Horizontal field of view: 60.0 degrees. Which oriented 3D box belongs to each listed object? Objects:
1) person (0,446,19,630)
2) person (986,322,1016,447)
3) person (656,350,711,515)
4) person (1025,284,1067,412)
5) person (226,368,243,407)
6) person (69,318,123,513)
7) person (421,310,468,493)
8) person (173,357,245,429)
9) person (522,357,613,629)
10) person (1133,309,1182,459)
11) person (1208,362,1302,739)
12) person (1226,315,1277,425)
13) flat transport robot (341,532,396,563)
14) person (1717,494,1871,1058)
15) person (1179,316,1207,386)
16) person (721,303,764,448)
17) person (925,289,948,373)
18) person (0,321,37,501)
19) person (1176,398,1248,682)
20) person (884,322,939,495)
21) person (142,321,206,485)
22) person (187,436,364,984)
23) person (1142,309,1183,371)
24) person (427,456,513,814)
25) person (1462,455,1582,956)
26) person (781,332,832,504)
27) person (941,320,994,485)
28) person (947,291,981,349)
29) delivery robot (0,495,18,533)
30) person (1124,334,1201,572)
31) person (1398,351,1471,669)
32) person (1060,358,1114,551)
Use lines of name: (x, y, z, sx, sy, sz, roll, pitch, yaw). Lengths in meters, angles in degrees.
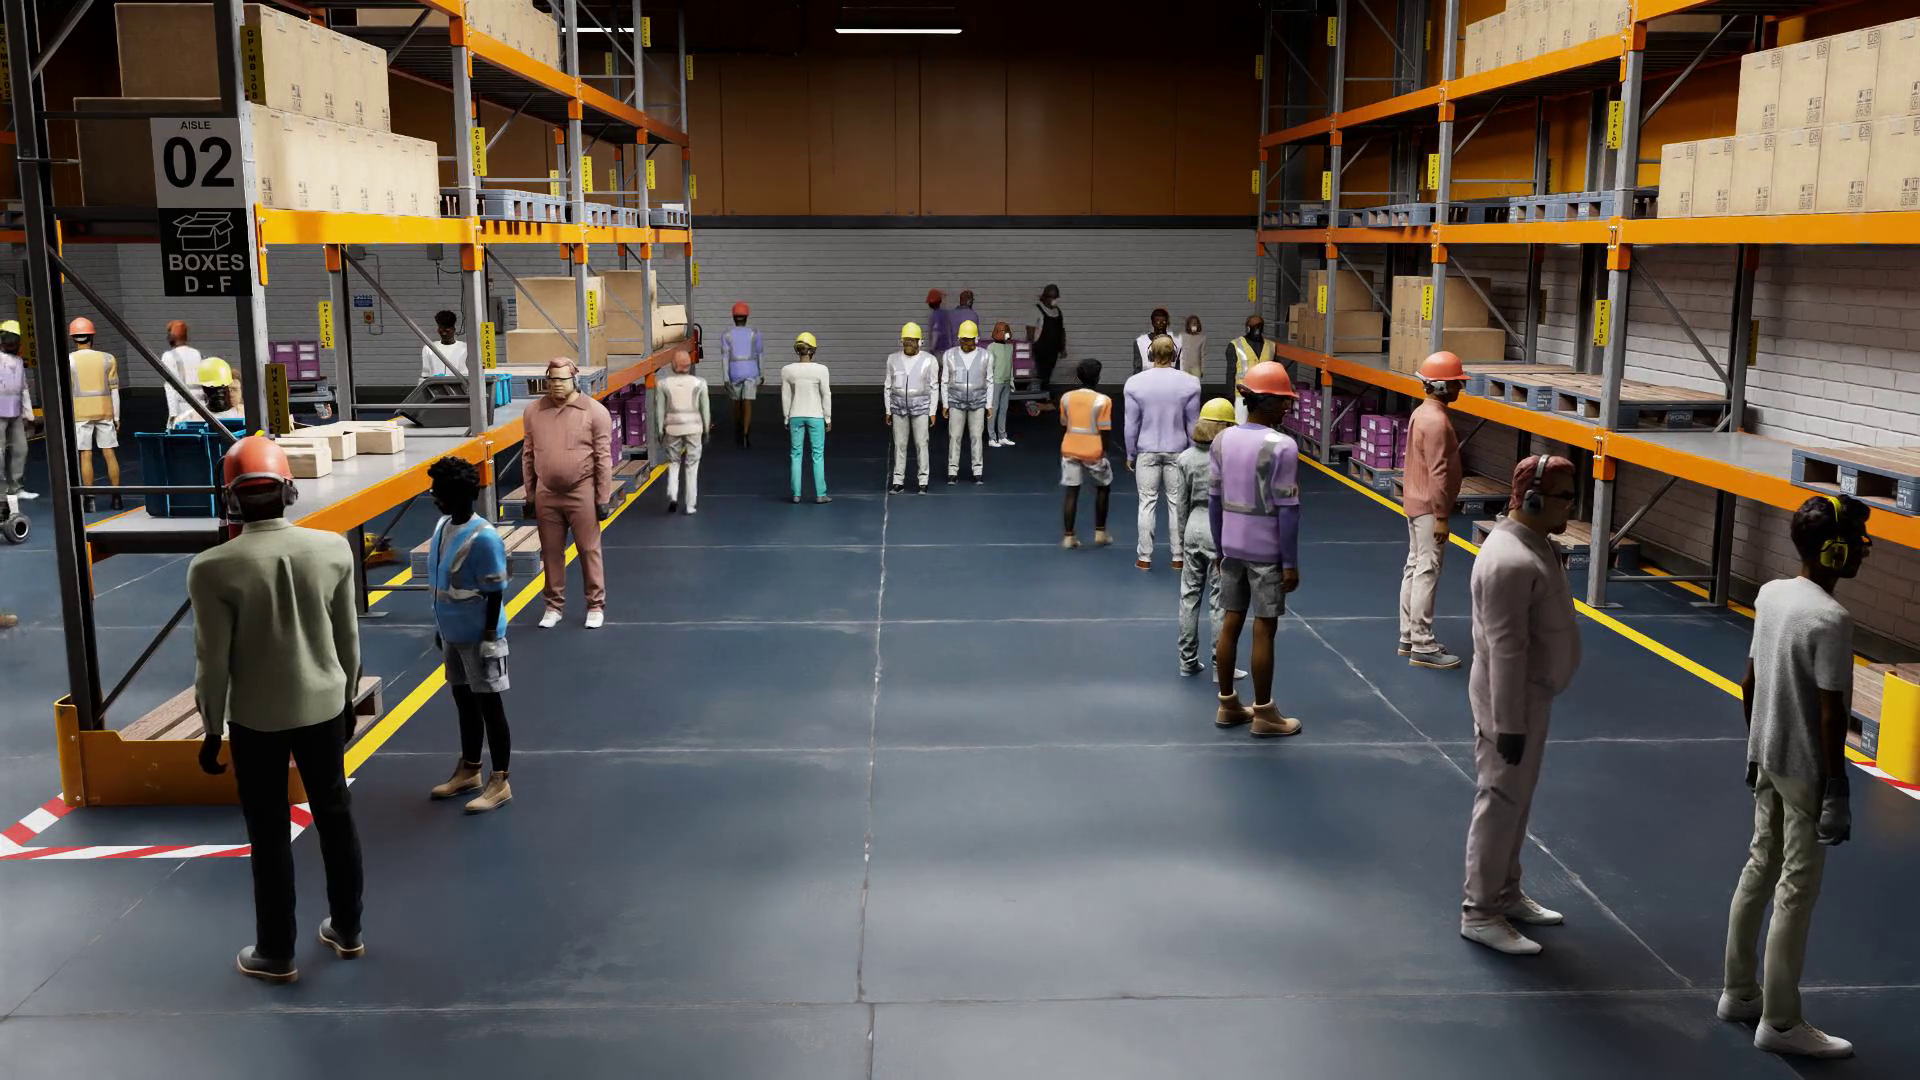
person: (-6.761, -0.295, 11.175, 0.650, 1.991, 0.787, 1, 10, 7)
person: (0.542, -2.046, 21.873, 0.280, 1.636, 0.501, 9, 13, 40)
person: (-2.713, -1.052, 16.381, 0.521, 1.625, 0.371, 0, 10, -2)
person: (1.453, -3.061, 26.401, 0.687, 2.000, 0.817, -9, 14, -42)
person: (-4.949, -0.263, 11.356, 0.570, 1.843, 0.372, -8, 13, -37)
person: (-8.634, -1.233, 16.511, 0.547, 1.934, 0.376, -9, 13, -41)
person: (-5.458, -1.478, 17.809, 0.602, 1.958, 0.368, 0, 10, -2)
person: (-4.932, -0.267, 11.190, 0.585, 1.920, 0.383, -7, 12, -34)
person: (-2.726, -0.318, 11.536, 0.635, 1.899, 0.402, 2, 10, 9)
person: (2.265, -1.702, 19.169, 0.588, 1.920, 0.398, -3, 11, -15)
person: (1.621, 0.053, 9.059, 0.394, 2.040, 0.608, -7, 12, -34)
person: (3.390, -1.675, 19.274, 0.638, 1.841, 0.432, -3, 10, -14)
flat transport robot: (-5.499, 0.041, 14.050, 1.431, 0.197, 0.652, 7, 12, 33)
person: (2.795, 0.770, 5.537, 0.310, 1.868, 0.533, -1, 10, -4)
person: (3.433, -2.563, 24.871, 0.494, 1.595, 0.853, -1, 10, -5)
person: (-2.862, -2.180, 21.938, 0.545, 1.881, 1.012, 0, 10, -3)
person: (-0.274, -3.279, 28.033, 0.901, 1.902, 0.535, 0, 10, -1)
person: (-9.715, -1.274, 16.916, 0.371, 1.880, 0.682, 2, 10, 12)
person: (1.553, 0.000, 10.201, 0.483, 1.735, 0.311, 9, 14, 42)
person: (-0.524, -1.388, 17.651, 0.590, 1.837, 0.404, 2, 10, 11)
person: (-8.295, -1.398, 17.687, 0.956, 1.837, 0.601, 4, 11, 20)
person: (-2.476, 0.616, 6.056, 0.392, 1.990, 0.612, 9, 14, 43)
person: (2.541, -2.023, 21.196, 0.595, 1.842, 0.990, 2, 10, 12)
person: (-2.324, 0.441, 7.858, 0.321, 1.692, 0.529, -10, 14, -44)
person: (2.139, 0.617, 6.325, 0.400, 1.896, 0.648, 5, 11, 26)
person: (-1.565, -1.241, 17.049, 0.522, 1.760, 0.330, 2, 10, 10)
person: (0.081, -1.507, 18.354, 0.588, 1.822, 0.403, 0, 10, -1)
person: (0.099, -3.011, 26.498, 0.402, 1.906, 0.652, -10, 14, -43)
delivery robot: (-8.647, -0.245, 14.589, 0.477, 0.478, 0.707, 3, 10, 15)
person: (1.637, -0.696, 13.508, 0.631, 1.940, 0.372, 1, 10, 4)
person: (3.002, -0.196, 10.563, 0.378, 1.996, 0.611, 1, 10, 3)
person: (1.130, -0.753, 14.566, 0.548, 1.676, 0.661, 6, 12, 31)
